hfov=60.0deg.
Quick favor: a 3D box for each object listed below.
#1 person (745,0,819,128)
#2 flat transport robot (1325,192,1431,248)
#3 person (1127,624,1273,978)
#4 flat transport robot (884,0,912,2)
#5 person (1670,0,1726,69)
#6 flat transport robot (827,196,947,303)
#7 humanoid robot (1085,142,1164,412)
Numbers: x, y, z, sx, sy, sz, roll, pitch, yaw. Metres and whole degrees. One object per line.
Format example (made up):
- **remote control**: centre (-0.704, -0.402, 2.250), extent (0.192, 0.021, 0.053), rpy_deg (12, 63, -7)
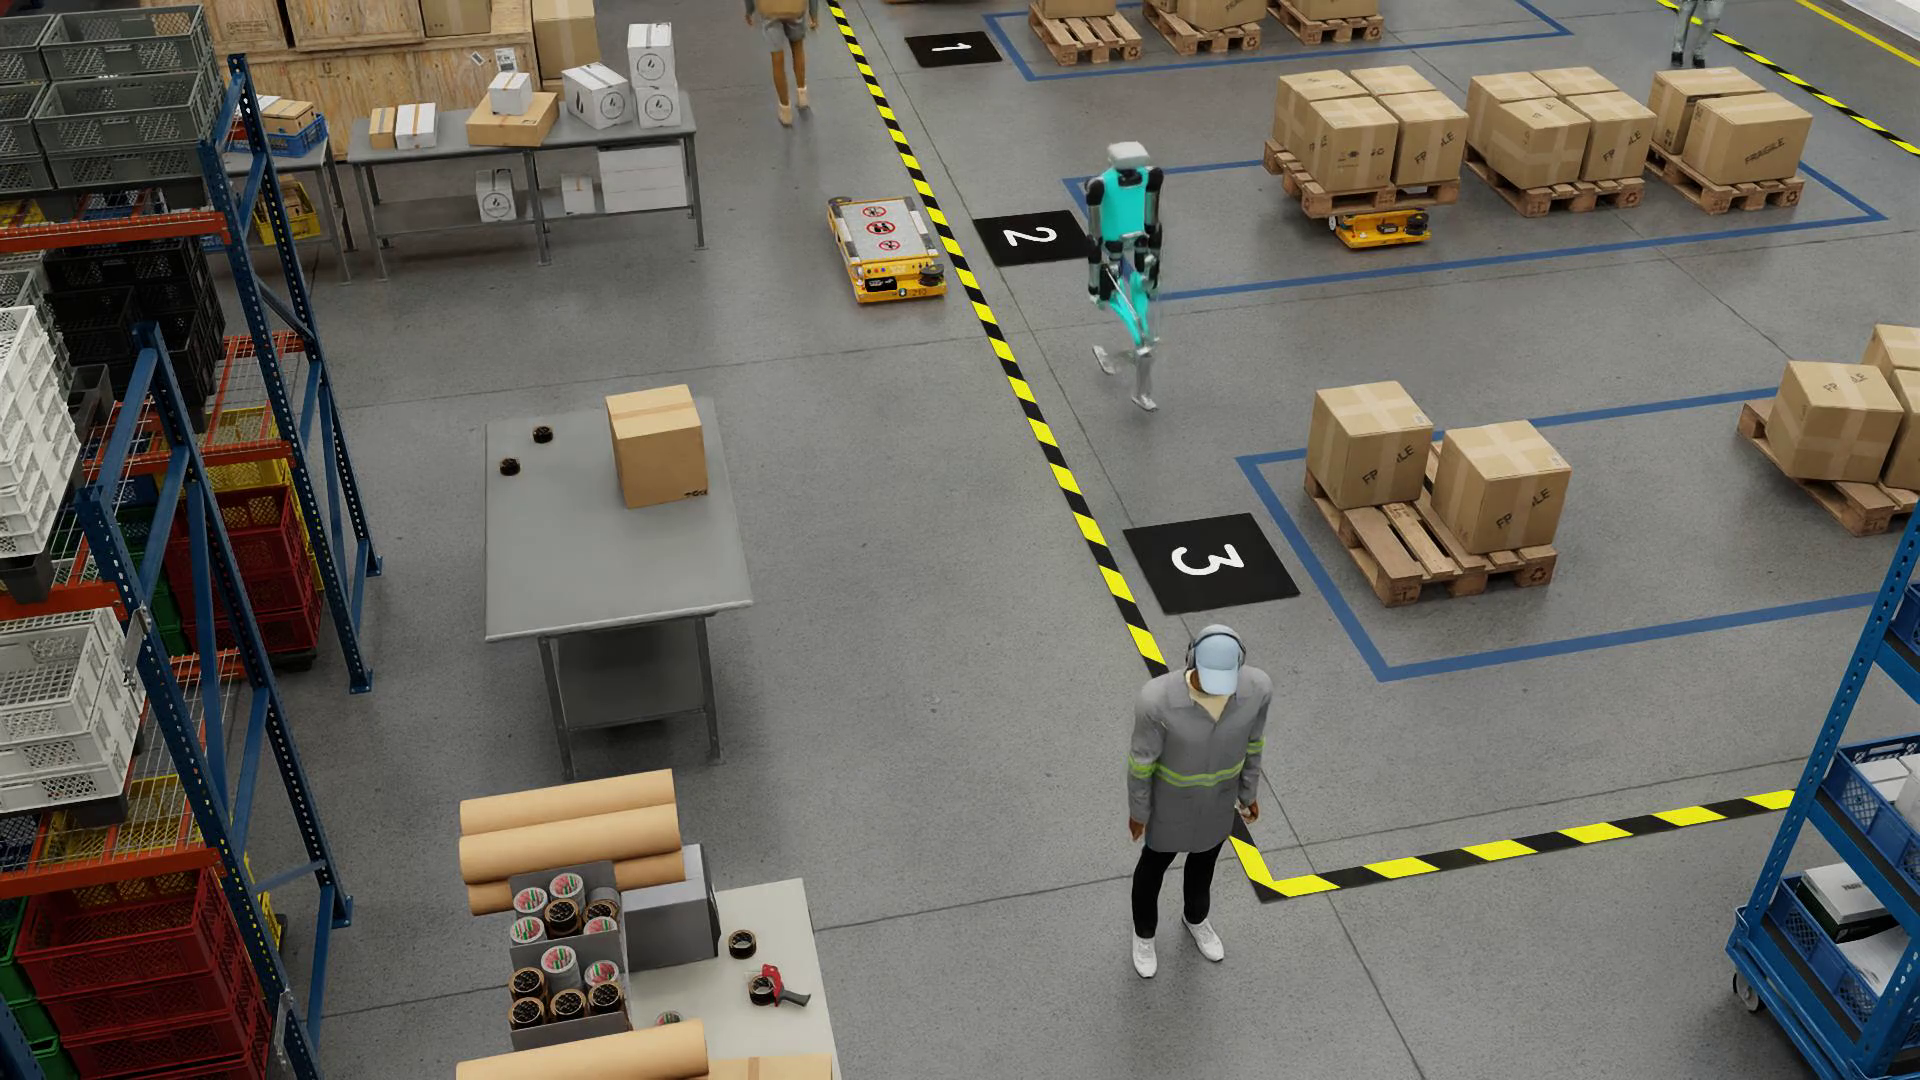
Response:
- **person**: centre (-1.537, -4.584, 14.247), extent (0.616, 2.019, 0.644), rpy_deg (-9, 38, -12)
- **flat transport robot**: centre (3.134, -2.740, 13.213), extent (0.652, 0.197, 1.431), rpy_deg (-8, 37, -10)
- **person**: centre (0.964, 1.065, 6.800), extent (0.587, 1.847, 0.396), rpy_deg (-9, 38, -11)
- **flat transport robot**: centre (-0.153, -5.895, 17.454), extent (1.431, 0.197, 0.652), rpy_deg (-8, 37, -10)
- **person**: centre (6.871, -5.226, 15.281), extent (0.612, 1.816, 0.521), rpy_deg (8, 37, 11)
- **flat transport robot**: centre (-0.570, -2.220, 12.538), extent (0.659, 0.231, 1.431), rpy_deg (-8, 37, -10)
- **humanoid robot**: centre (1.117, -1.585, 10.467), extent (0.532, 1.740, 1.031), rpy_deg (-16, 40, -21)
